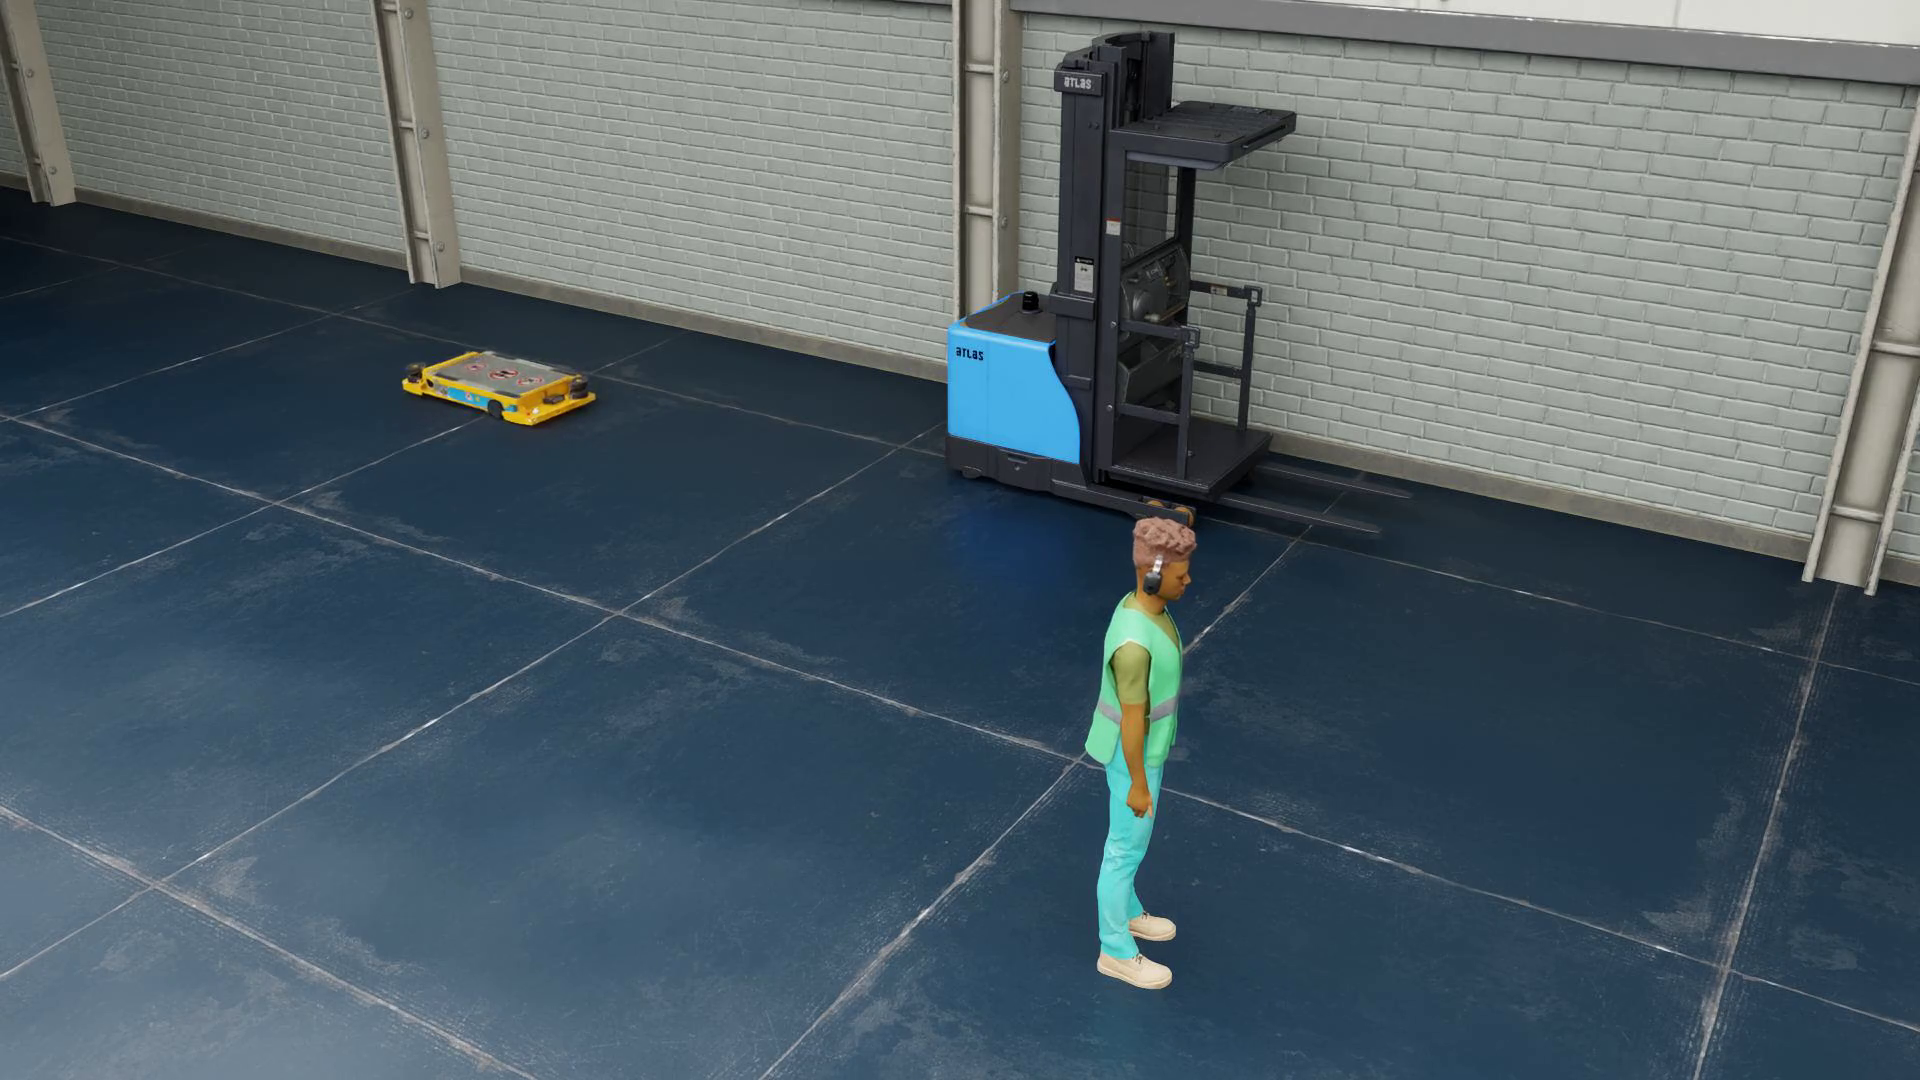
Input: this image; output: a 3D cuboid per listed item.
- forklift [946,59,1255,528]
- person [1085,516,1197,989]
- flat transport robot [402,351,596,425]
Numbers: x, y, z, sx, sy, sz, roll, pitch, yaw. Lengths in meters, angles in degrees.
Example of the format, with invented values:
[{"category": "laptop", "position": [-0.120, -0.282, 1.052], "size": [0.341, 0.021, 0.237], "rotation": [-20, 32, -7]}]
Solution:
[{"category": "forklift", "position": [0.933, -1.707, 10.833], "size": [1.873, 2.768, 1.129], "rotation": [15, 29, 28]}, {"category": "person", "position": [0.700, 0.823, 6.519], "size": [0.405, 1.980, 0.481], "rotation": [5, 26, 11]}, {"category": "flat transport robot", "position": [-3.549, -1.184, 12.763], "size": [1.431, 0.231, 0.659], "rotation": [16, 30, 30]}]
